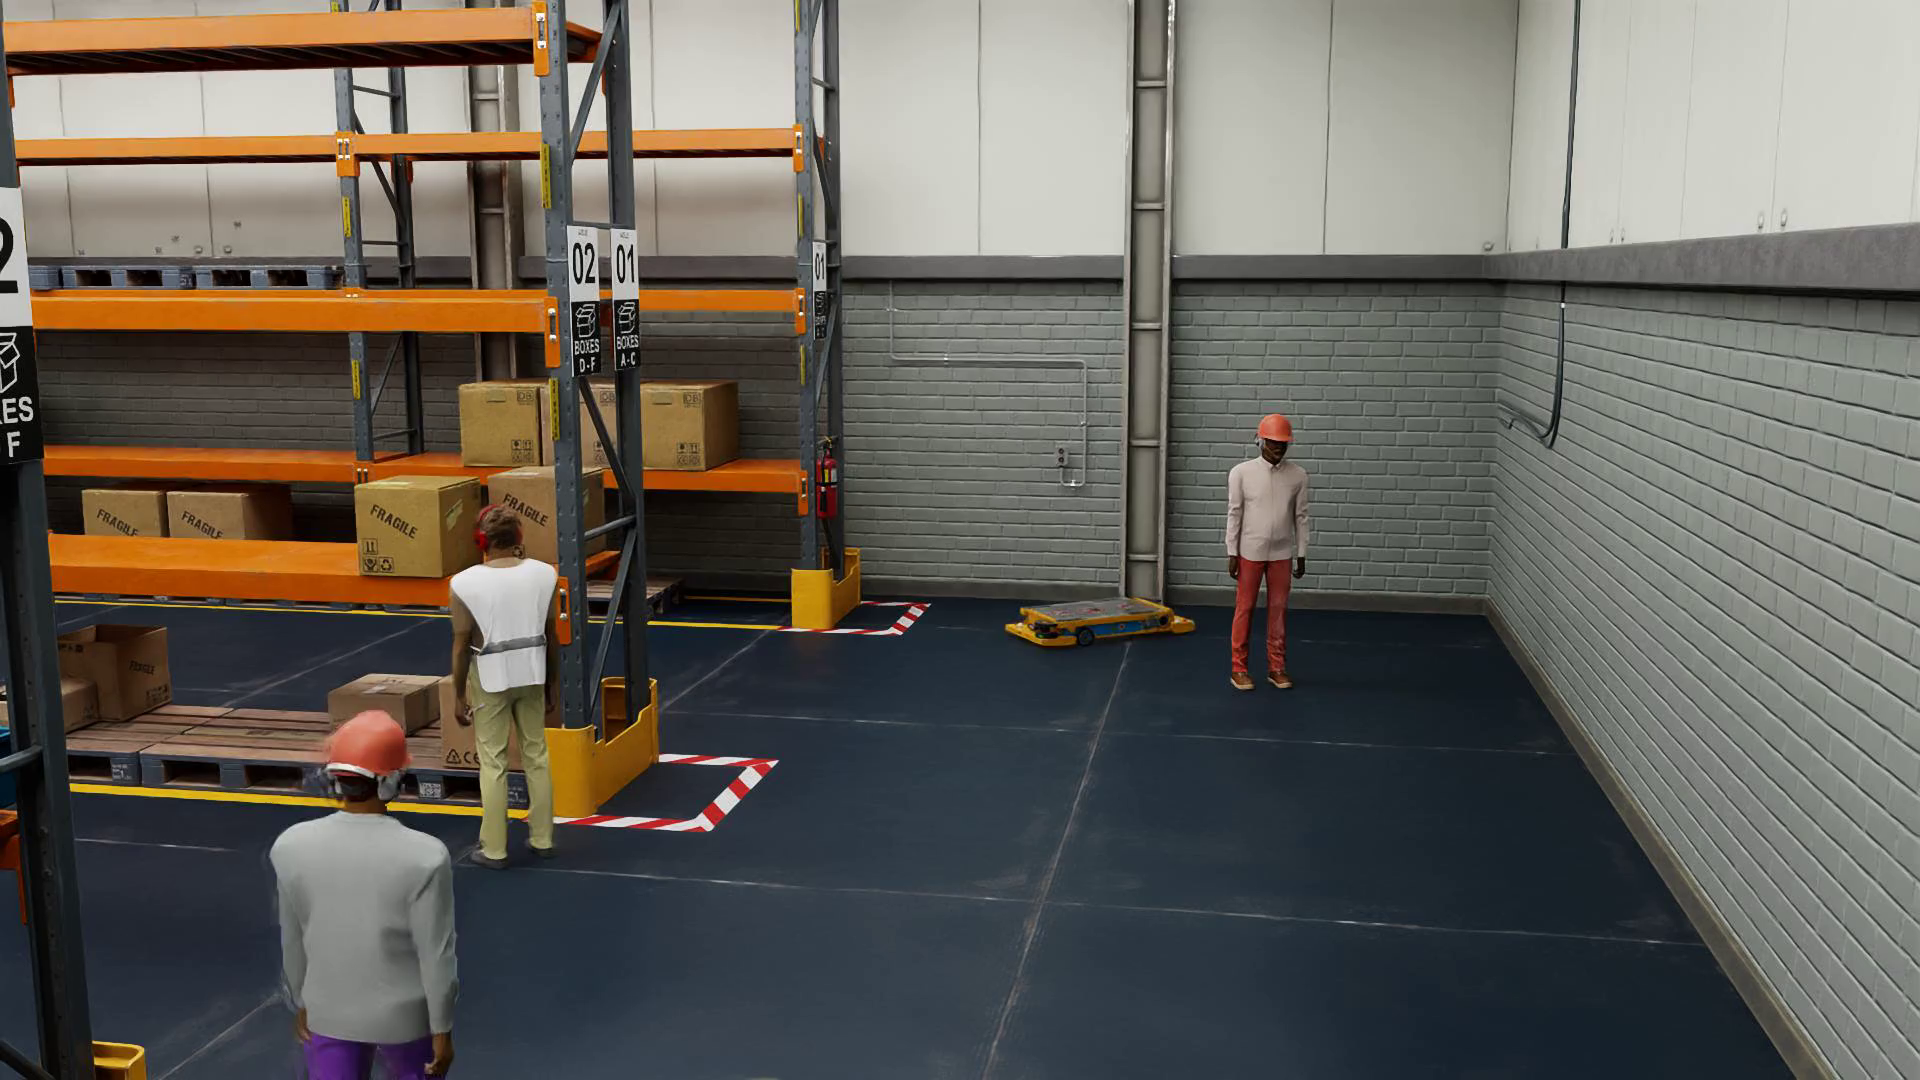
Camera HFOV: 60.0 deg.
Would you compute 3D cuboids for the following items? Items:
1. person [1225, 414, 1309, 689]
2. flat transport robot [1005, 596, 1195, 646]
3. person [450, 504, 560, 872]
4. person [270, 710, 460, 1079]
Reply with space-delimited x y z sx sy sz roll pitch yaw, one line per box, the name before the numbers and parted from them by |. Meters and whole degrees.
person | 2.208 0.088 11.926 0.619 1.990 0.399 -2 9 -10
flat transport robot | 1.155 0.658 13.675 1.431 0.197 0.652 -4 10 -25
person | -2.257 0.740 8.336 0.559 1.836 0.393 -7 12 -38
person | -1.738 1.361 4.829 0.573 1.728 0.750 1 9 9
